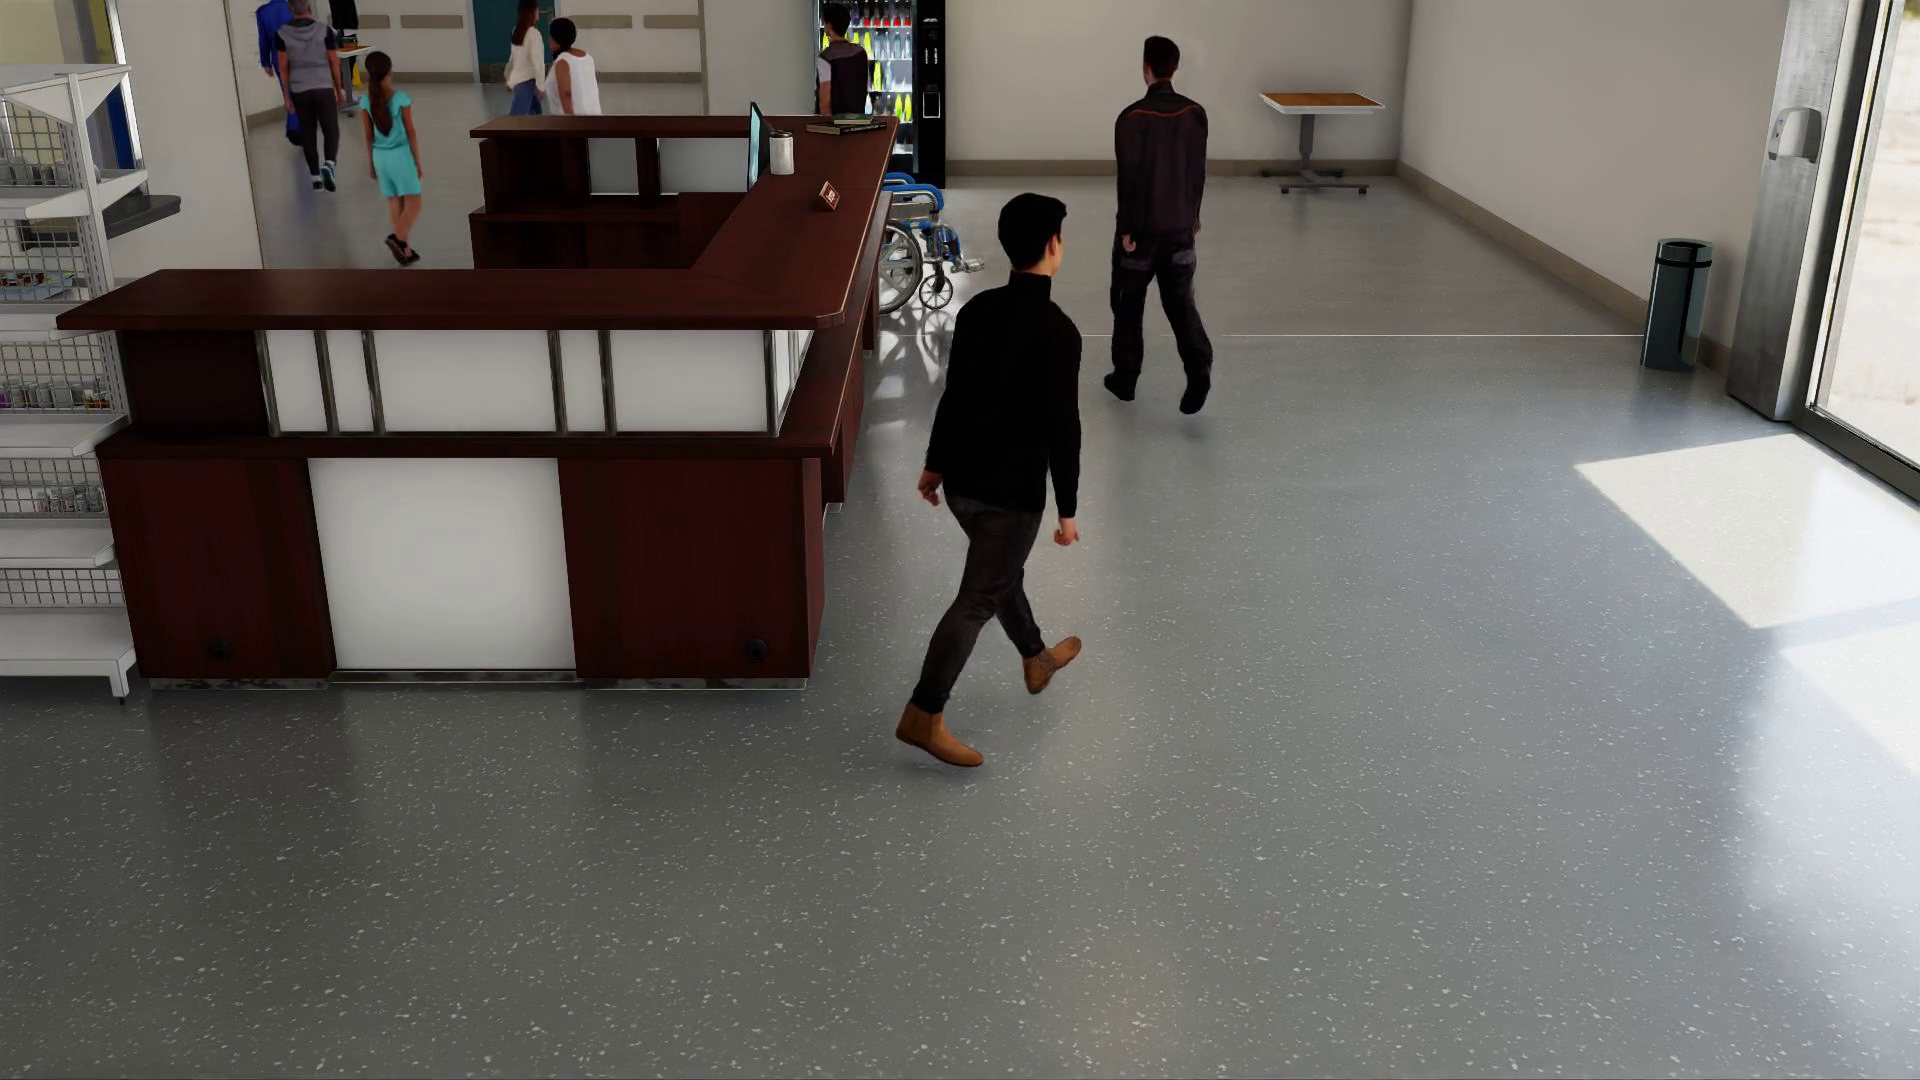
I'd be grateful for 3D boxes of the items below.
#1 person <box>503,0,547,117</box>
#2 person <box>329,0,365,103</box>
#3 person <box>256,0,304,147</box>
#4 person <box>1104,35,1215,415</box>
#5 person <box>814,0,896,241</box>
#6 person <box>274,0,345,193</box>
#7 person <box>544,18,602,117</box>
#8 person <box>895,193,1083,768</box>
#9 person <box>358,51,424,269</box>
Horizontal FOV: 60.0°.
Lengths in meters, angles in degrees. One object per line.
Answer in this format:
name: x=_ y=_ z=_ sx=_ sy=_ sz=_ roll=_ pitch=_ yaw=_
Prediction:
person: x=-4.369 y=-4.452 z=16.473 sx=1.262 sy=1.626 sz=1.153 roll=-14 pitch=25 yaw=-33
person: x=-8.466 y=-6.982 z=22.888 sx=0.567 sy=1.814 sz=0.672 roll=1 pitch=21 yaw=2
person: x=-7.379 y=-5.218 z=18.270 sx=1.132 sy=1.786 sz=0.768 roll=0 pitch=21 yaw=0
person: x=1.045 y=-1.558 z=8.465 sx=1.179 sy=1.886 sz=0.962 roll=-6 pitch=22 yaw=-16
person: x=-0.823 y=-3.088 z=12.601 sx=1.132 sy=1.817 sz=1.183 roll=-19 pitch=28 yaw=-40
person: x=-5.871 y=-4.030 z=15.106 sx=1.127 sy=1.806 sz=0.927 roll=-5 pitch=21 yaw=-14
person: x=-3.094 y=-3.383 z=13.618 sx=1.193 sy=1.649 sz=0.940 roll=9 pitch=22 yaw=22
person: x=0.066 y=-0.155 z=5.061 sx=1.239 sy=1.674 sz=1.114 roll=-13 pitch=24 yaw=-31
person: x=-4.098 y=-2.716 z=11.997 sx=0.788 sy=1.551 sz=0.654 roll=2 pitch=21 yaw=5
